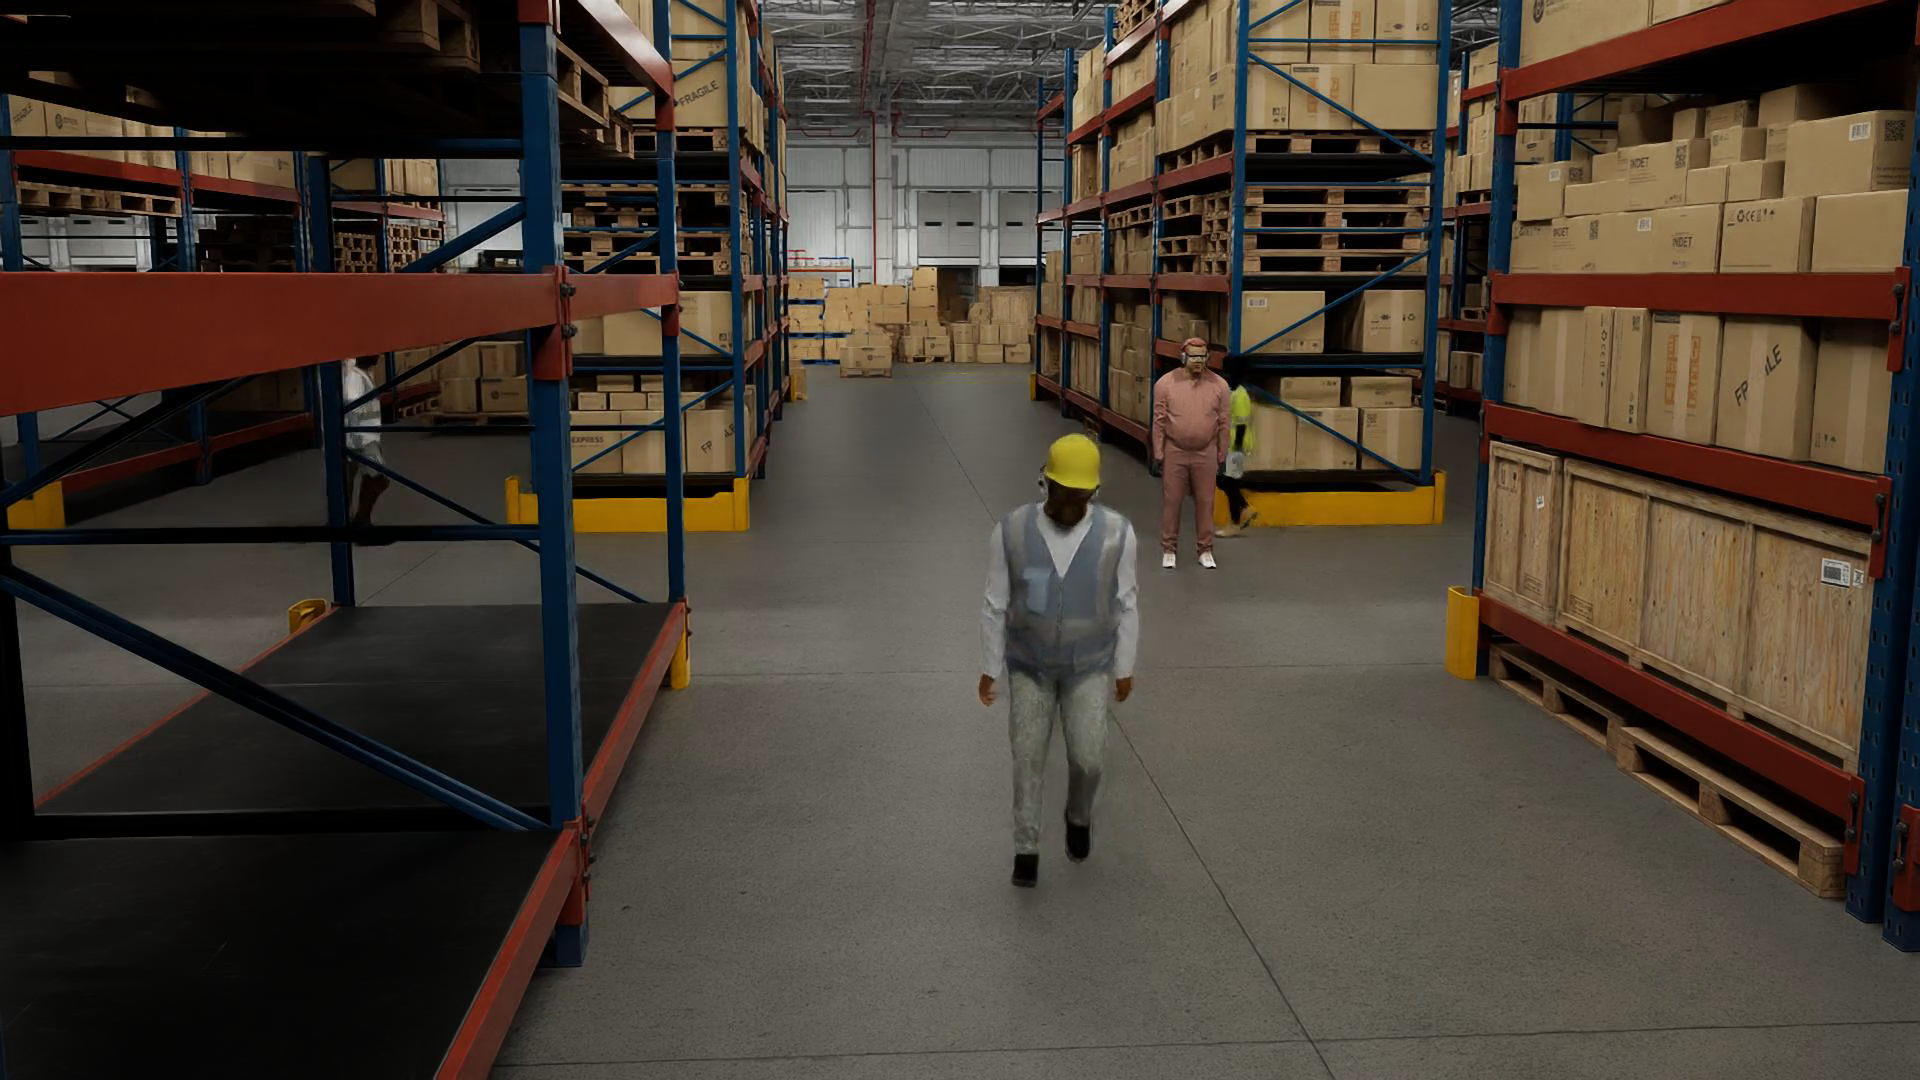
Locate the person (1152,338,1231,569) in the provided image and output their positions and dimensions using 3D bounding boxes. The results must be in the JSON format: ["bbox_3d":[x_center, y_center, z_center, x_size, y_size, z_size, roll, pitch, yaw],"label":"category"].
[{"bbox_3d":[1.899,-0.705,13.645,0.642,1.900,0.400,0,9,1],"label":"person"}]

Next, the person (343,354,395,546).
[{"bbox_3d":[-5.215,-0.888,14.682,0.400,1.926,0.566,-1,9,-9],"label":"person"}]

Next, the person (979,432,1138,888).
[{"bbox_3d":[0.382,0.472,6.515,0.619,1.809,0.456,1,9,7],"label":"person"}]

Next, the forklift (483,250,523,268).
[{"bbox_3d":[-7.433,-3.469,27.909,1.129,2.768,1.873,-1,9,-4],"label":"forklift"}]

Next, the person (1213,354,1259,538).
[{"bbox_3d":[2.499,-0.850,15.195,0.383,1.686,0.550,-1,9,-5],"label":"person"}]

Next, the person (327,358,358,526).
[{"bbox_3d":[-5.779,-1.099,15.737,0.435,2.030,0.618,-8,12,-42],"label":"person"}]
